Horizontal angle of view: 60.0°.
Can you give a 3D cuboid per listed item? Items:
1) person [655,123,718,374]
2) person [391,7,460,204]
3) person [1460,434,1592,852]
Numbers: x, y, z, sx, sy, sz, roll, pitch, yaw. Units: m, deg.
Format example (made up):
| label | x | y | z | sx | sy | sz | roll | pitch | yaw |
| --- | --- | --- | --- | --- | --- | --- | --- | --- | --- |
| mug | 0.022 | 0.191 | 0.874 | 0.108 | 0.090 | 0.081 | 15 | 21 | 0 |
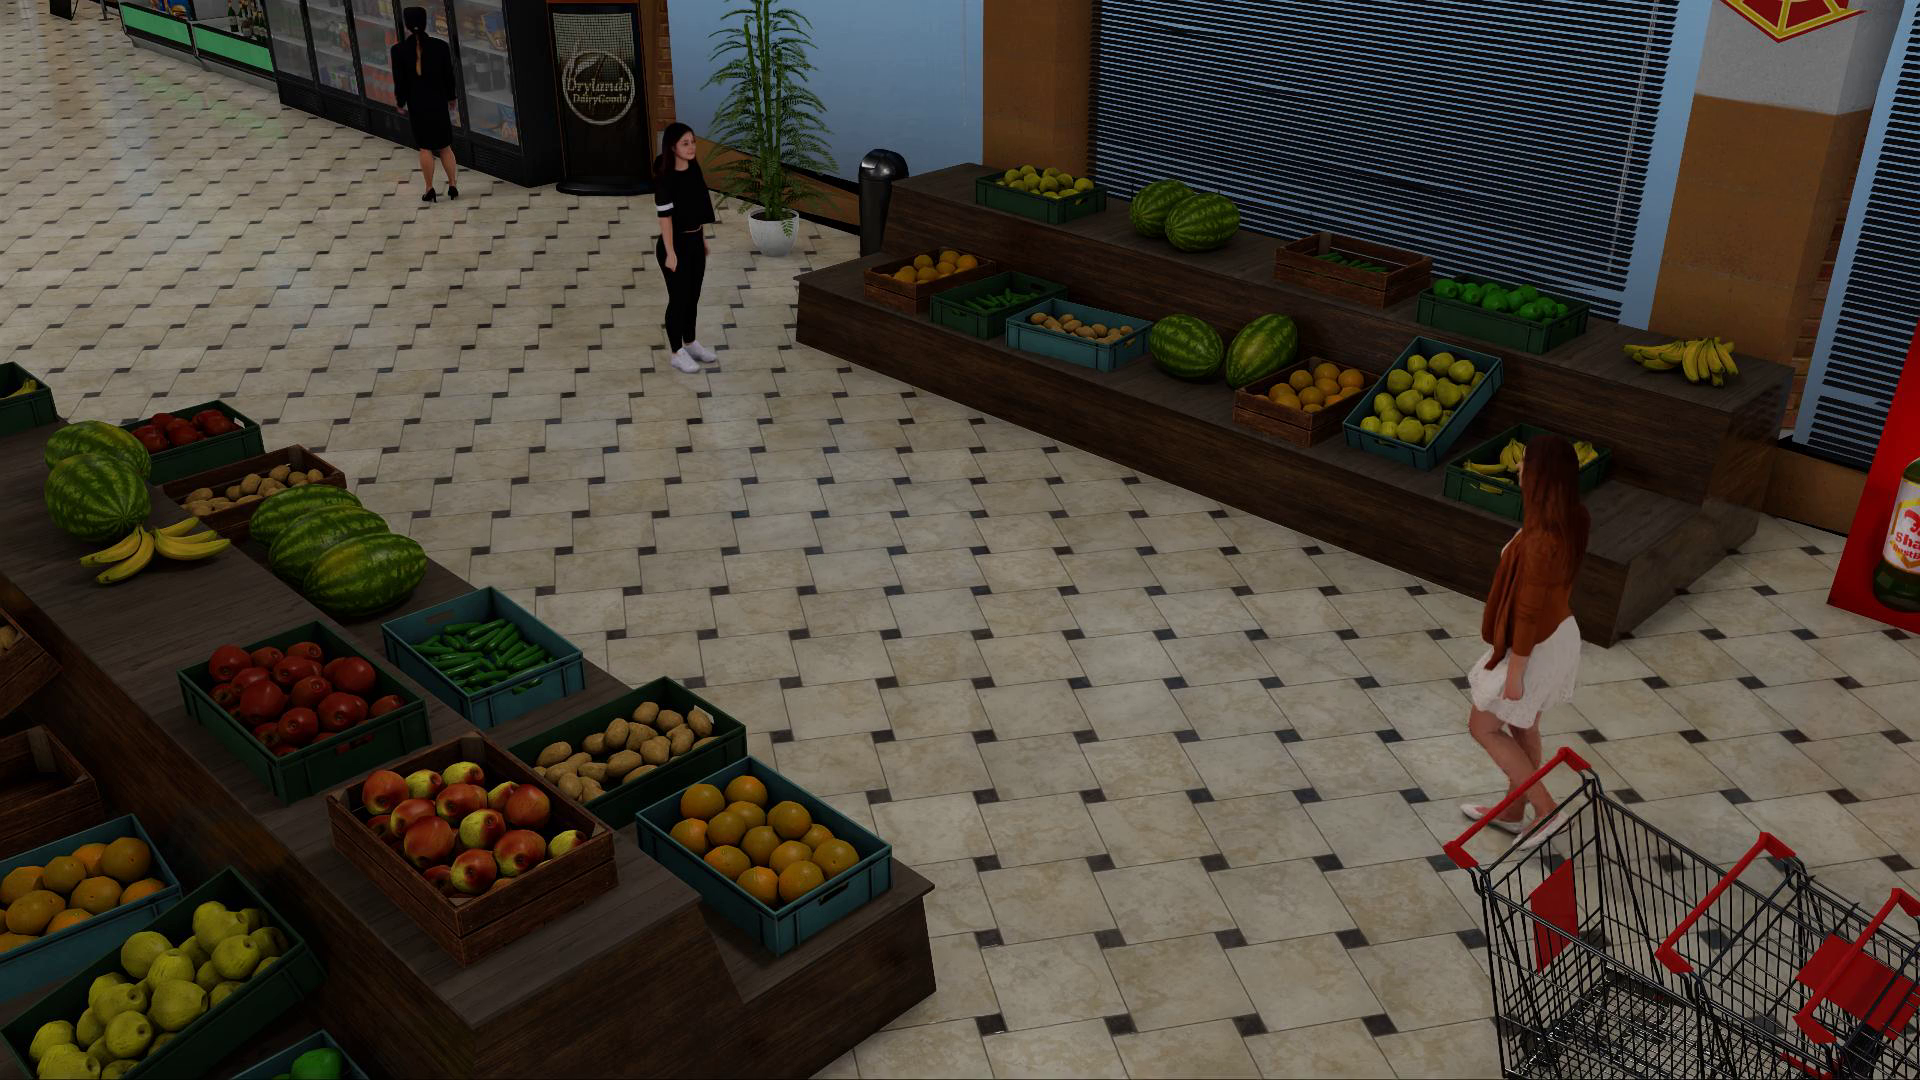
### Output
| label | x | y | z | sx | sy | sz | roll | pitch | yaw |
| --- | --- | --- | --- | --- | --- | --- | --- | --- | --- |
| person | -1.817 | -1.931 | 10.940 | 0.687 | 1.638 | 0.683 | 12 | 29 | 23 |
| person | -4.679 | -3.812 | 14.613 | 0.764 | 1.671 | 0.729 | -14 | 30 | -25 |
| person | 2.222 | 0.430 | 6.207 | 0.729 | 1.708 | 0.650 | 20 | 33 | 34 |
